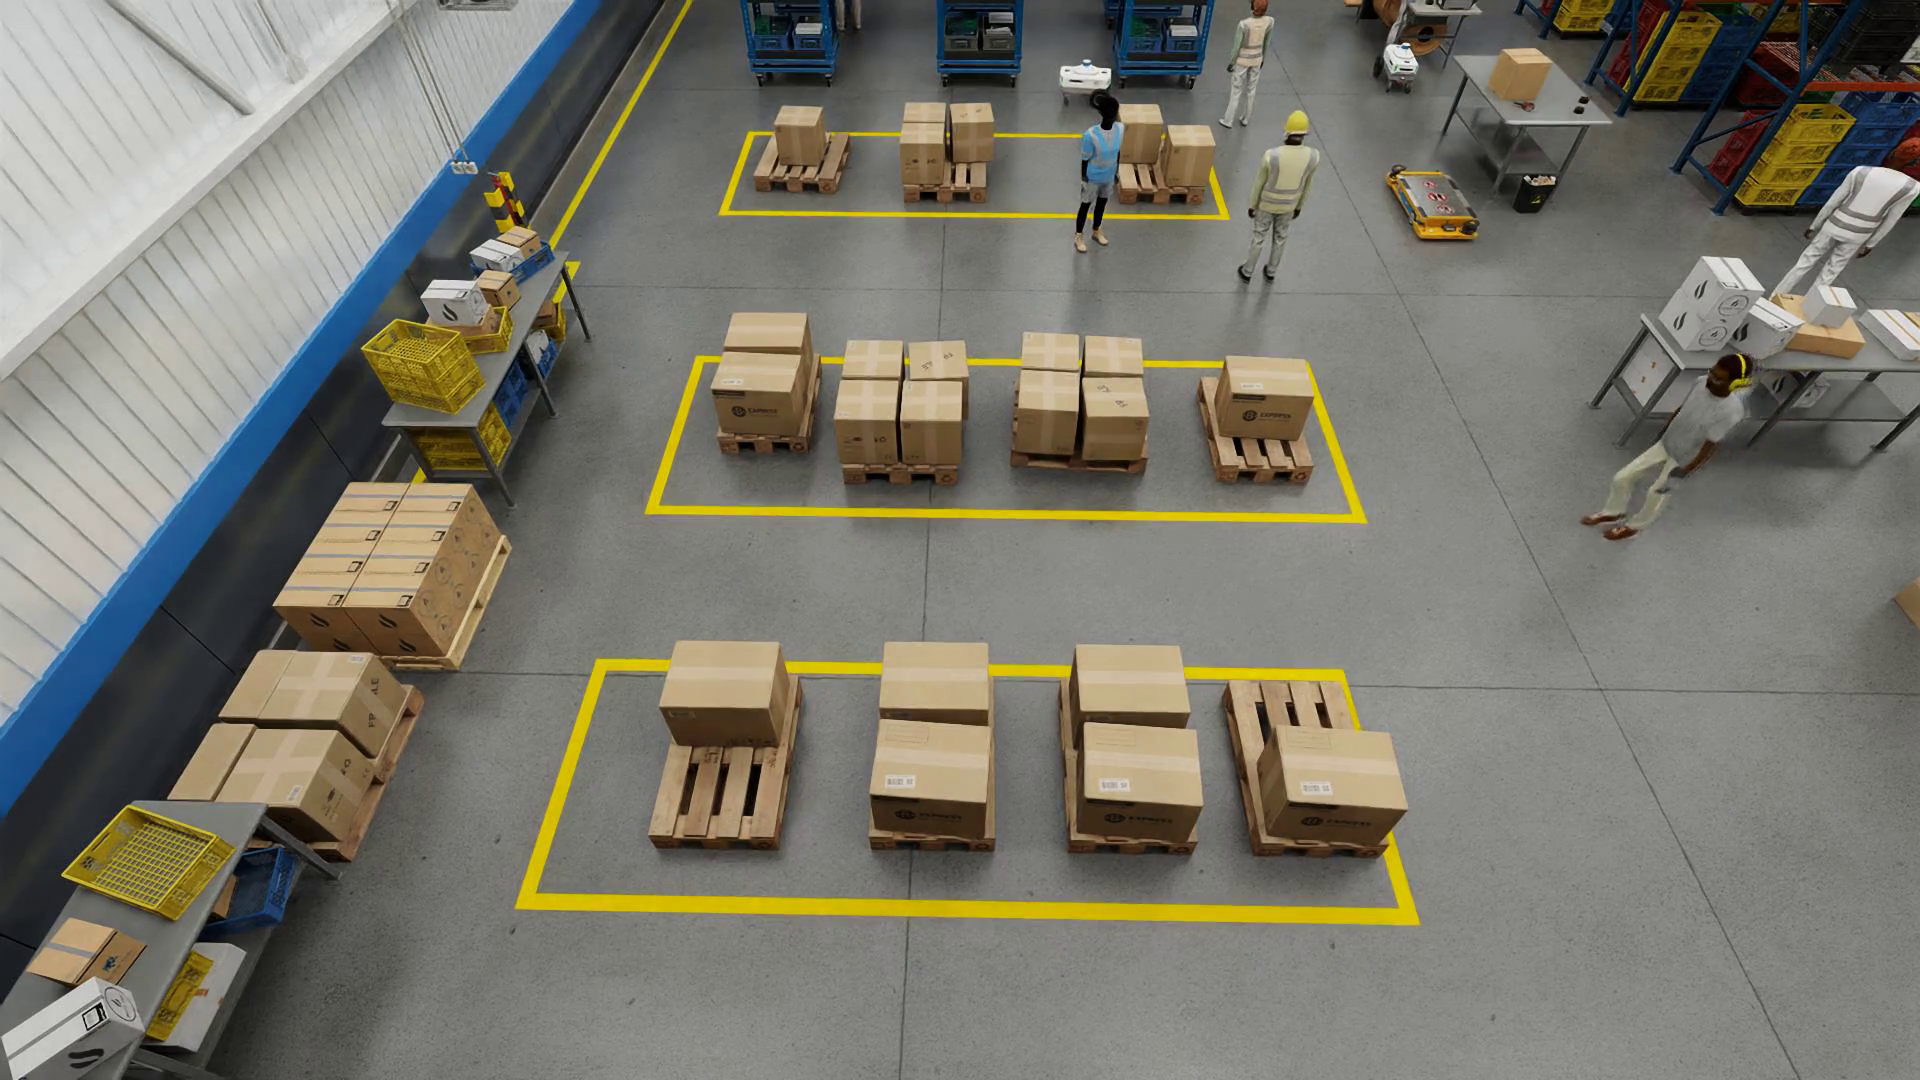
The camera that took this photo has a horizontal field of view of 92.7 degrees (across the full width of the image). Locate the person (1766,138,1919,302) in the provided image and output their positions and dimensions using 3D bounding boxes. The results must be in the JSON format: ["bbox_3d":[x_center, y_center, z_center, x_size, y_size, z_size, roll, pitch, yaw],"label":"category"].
[{"bbox_3d":[8.772,-3.044,9.091,0.591,1.879,0.346,36,58,27],"label":"person"}]

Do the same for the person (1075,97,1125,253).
[{"bbox_3d":[1.530,-3.986,10.028,0.538,1.695,0.320,-22,53,-18],"label":"person"}]

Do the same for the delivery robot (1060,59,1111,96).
[{"bbox_3d":[1.758,-6.486,12.883,0.707,0.478,0.477,6,49,5],"label":"delivery robot"}]

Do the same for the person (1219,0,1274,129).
[{"bbox_3d":[3.773,-6.270,12.041,0.514,1.642,0.310,-10,50,-8],"label":"person"}]

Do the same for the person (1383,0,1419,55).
[{"bbox_3d":[6.576,-7.900,13.269,0.371,1.931,0.626,22,53,18],"label":"person"}]

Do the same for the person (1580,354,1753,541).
[{"bbox_3d":[5.446,-0.643,7.036,0.557,1.848,0.546,-7,49,-6],"label":"person"}]

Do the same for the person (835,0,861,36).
[{"bbox_3d":[-1.759,-8.849,14.057,0.626,1.980,0.410,-17,51,-14],"label":"person"}]

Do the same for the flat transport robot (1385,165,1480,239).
[{"bbox_3d":[5.692,-4.094,11.059,0.652,0.197,1.431,1,49,1],"label":"flat transport robot"}]

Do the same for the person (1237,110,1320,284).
[{"bbox_3d":[3.302,-3.524,9.548,0.584,1.823,0.403,0,49,0],"label":"person"}]

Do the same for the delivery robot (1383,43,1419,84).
[{"bbox_3d":[6.373,-6.919,13.258,0.477,0.478,0.707,4,49,4],"label":"delivery robot"}]
